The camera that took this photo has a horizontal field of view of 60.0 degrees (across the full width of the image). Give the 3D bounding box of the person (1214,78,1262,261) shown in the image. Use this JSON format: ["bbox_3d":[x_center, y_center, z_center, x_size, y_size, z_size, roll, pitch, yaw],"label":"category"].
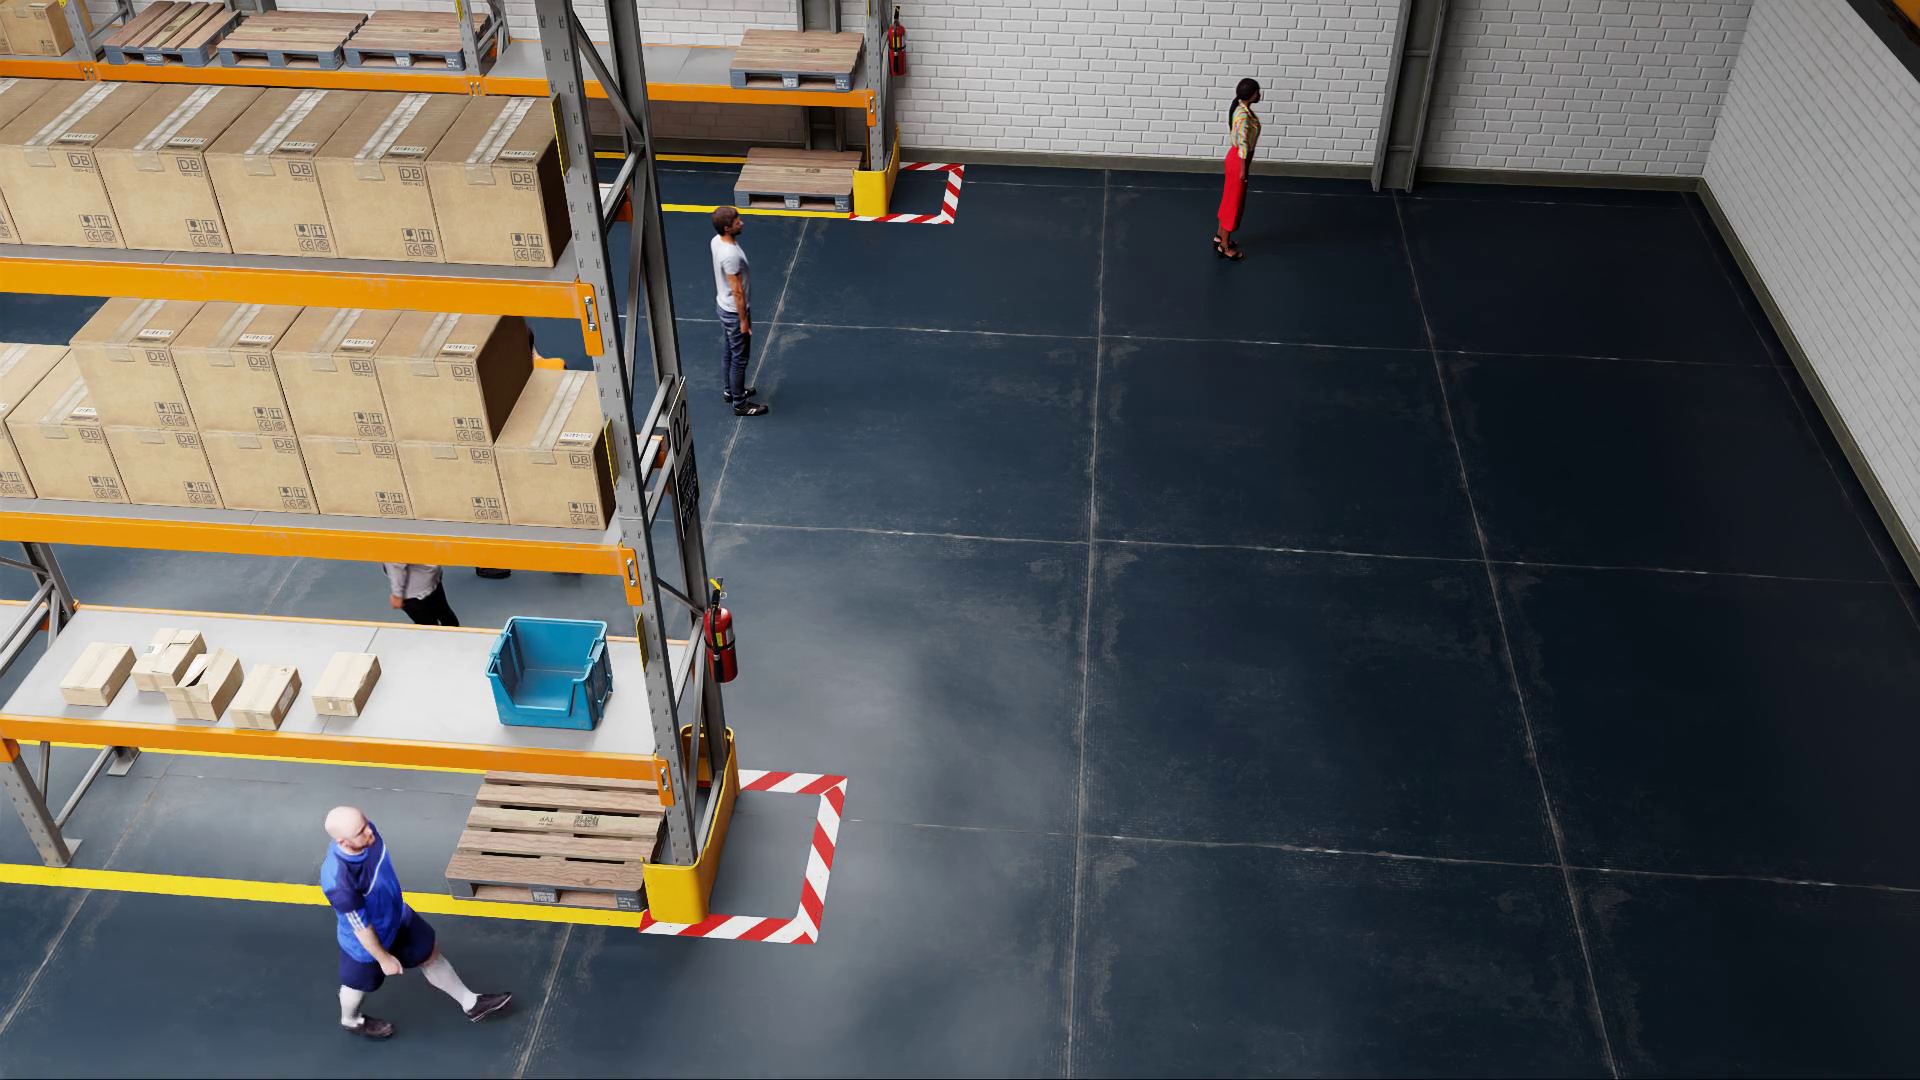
[{"bbox_3d":[2.641,-3.538,15.823,0.561,1.792,0.619,-1,39,-1],"label":"person"}]

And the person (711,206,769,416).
[{"bbox_3d":[-1.868,-1.900,13.713,0.699,1.866,0.716,-15,41,-17],"label":"person"}]

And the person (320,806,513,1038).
[{"bbox_3d":[-3.174,2.073,8.807,1.174,1.779,0.727,1,39,1],"label":"person"}]
